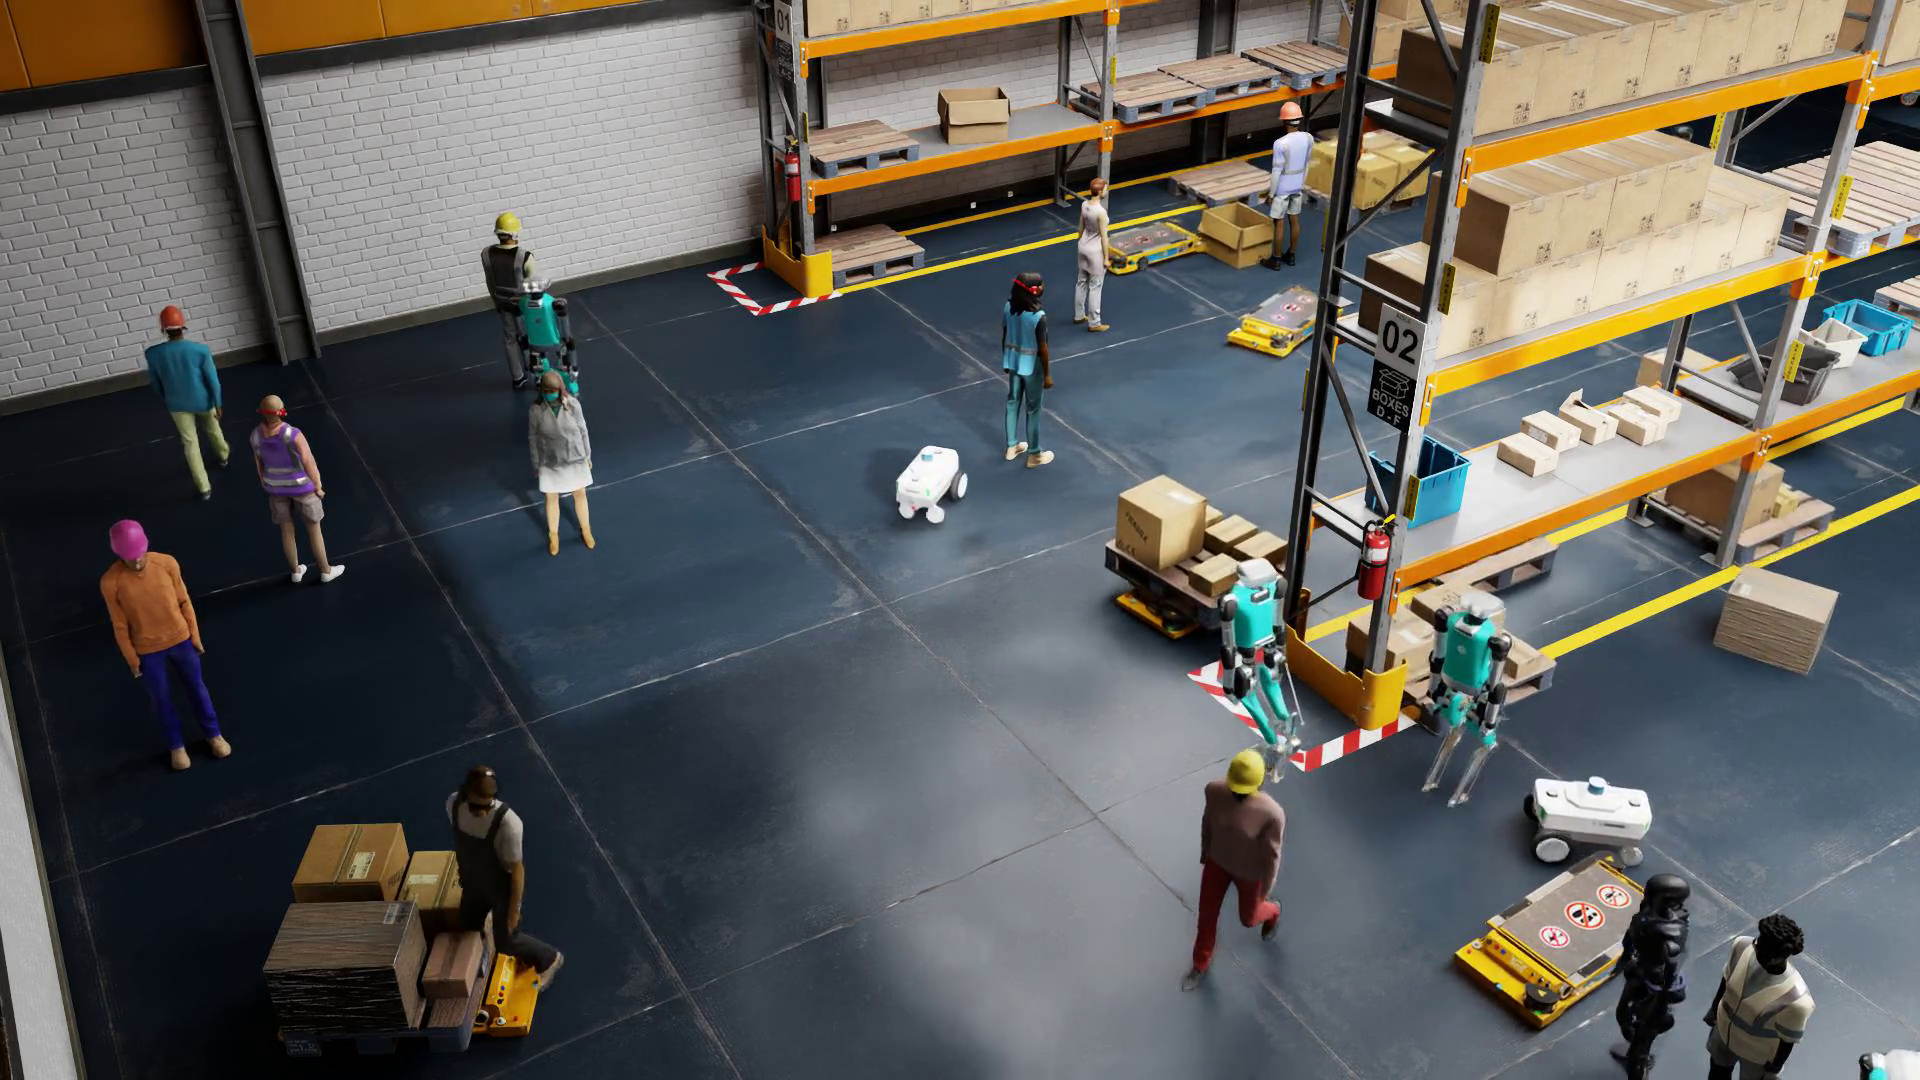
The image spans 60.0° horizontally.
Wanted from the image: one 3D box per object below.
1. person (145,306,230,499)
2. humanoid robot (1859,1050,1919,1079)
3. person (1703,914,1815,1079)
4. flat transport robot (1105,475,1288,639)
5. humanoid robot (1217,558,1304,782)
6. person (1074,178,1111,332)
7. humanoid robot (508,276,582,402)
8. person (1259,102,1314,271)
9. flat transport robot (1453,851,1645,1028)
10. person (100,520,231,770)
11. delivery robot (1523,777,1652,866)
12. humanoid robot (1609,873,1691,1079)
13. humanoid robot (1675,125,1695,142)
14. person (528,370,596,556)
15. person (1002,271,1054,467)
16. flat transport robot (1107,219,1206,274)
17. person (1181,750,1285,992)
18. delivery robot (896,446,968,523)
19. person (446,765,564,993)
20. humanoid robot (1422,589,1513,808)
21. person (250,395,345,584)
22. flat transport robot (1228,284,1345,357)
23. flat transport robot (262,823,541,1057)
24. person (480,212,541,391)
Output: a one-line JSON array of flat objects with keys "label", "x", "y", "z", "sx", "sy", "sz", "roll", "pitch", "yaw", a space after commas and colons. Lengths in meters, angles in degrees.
[{"label": "person", "x": -6.829, "y": -1.276, "z": 14.760, "sx": 0.562, "sy": 1.701, "sz": 0.900, "roll": -10, "pitch": 33, "yaw": -15}, {"label": "humanoid robot", "x": 4.472, "y": 3.050, "z": 7.820, "sx": 0.941, "sy": 1.726, "sz": 0.533, "roll": -1, "pitch": 32, "yaw": -1}, {"label": "person", "x": 4.085, "y": 2.582, "z": 8.629, "sx": 0.320, "sy": 1.692, "sz": 0.534, "roll": -10, "pitch": 34, "yaw": -16}, {"label": "flat transport robot", "x": 2.009, "y": 0.344, "z": 13.536, "sx": 1.431, "sy": 0.231, "sz": 0.659, "roll": -24, "pitch": 39, "yaw": -33}, {"label": "humanoid robot", "x": 2.069, "y": 1.010, "z": 11.132, "sx": 0.568, "sy": 1.798, "sz": 0.700, "roll": -18, "pitch": 36, "yaw": -27}, {"label": "person", "x": 1.409, "y": -3.021, "z": 17.592, "sx": 0.271, "sy": 1.656, "sz": 0.458, "roll": -19, "pitch": 37, "yaw": -28}, {"label": "humanoid robot", "x": -3.740, "y": -1.754, "z": 15.522, "sx": 0.548, "sy": 1.785, "sz": 0.939, "roll": 3, "pitch": 32, "yaw": 4}, {"label": "person", "x": 3.705, "y": -4.022, "z": 18.938, "sx": 0.542, "sy": 1.928, "sz": 0.369, "roll": -19, "pitch": 37, "yaw": -27}, {"label": "flat transport robot", "x": 3.773, "y": 2.423, "z": 10.219, "sx": 1.431, "sy": 0.231, "sz": 0.659, "roll": -21, "pitch": 38, "yaw": -29}, {"label": "person", "x": -5.462, "y": 0.703, "z": 11.367, "sx": 0.512, "sy": 1.974, "sz": 0.406, "roll": -22, "pitch": 38, "yaw": -31}, {"label": "delivery robot", "x": 4.107, "y": 1.822, "z": 10.927, "sx": 0.818, "sy": 0.614, "sz": 0.499, "roll": 6, "pitch": 33, "yaw": 9}, {"label": "humanoid robot", "x": 3.729, "y": 2.400, "z": 8.938, "sx": 0.421, "sy": 1.642, "sz": 0.589, "roll": 1, "pitch": 32, "yaw": 2}, {"label": "humanoid robot", "x": 8.074, "y": -3.933, "z": 19.048, "sx": 0.587, "sy": 1.637, "sz": 0.611, "roll": -2, "pitch": 32, "yaw": -4}, {"label": "person", "x": -3.298, "y": -0.642, "z": 13.793, "sx": 0.487, "sy": 1.660, "sz": 0.341, "roll": -10, "pitch": 33, "yaw": -15}, {"label": "person", "x": 0.594, "y": -1.544, "z": 15.041, "sx": 0.528, "sy": 1.869, "sz": 0.393, "roll": 26, "pitch": 40, "yaw": 35}, {"label": "flat transport robot", "x": 2.203, "y": -3.459, "z": 19.601, "sx": 1.431, "sy": 0.231, "sz": 0.659, "roll": -20, "pitch": 37, "yaw": -29}, {"label": "person", "x": 1.662, "y": 1.862, "z": 9.737, "sx": 0.525, "sy": 1.746, "sz": 0.708, "roll": 22, "pitch": 38, "yaw": 31}, {"label": "delivery robot", "x": -0.280, "y": -0.535, "z": 14.650, "sx": 0.499, "sy": 0.576, "sz": 0.747, "roll": 12, "pitch": 34, "yaw": 19}, {"label": "person", "x": -2.666, "y": 1.961, "z": 9.520, "sx": 0.555, "sy": 1.799, "sz": 0.622, "roll": 17, "pitch": 36, "yaw": 25}, {"label": "humanoid robot", "x": 3.415, "y": 1.035, "z": 11.033, "sx": 0.661, "sy": 1.773, "sz": 0.535, "roll": -26, "pitch": 40, "yaw": -35}, {"label": "person", "x": -5.366, "y": -0.392, "z": 13.368, "sx": 0.480, "sy": 1.694, "sz": 0.351, "roll": 2, "pitch": 32, "yaw": 3}, {"label": "flat transport robot", "x": 3.522, "y": -2.366, "z": 17.857, "sx": 0.659, "sy": 0.231, "sz": 1.431, "roll": 22, "pitch": 38, "yaw": 31}, {"label": "flat transport robot", "x": -3.229, "y": 2.651, "z": 9.855, "sx": 1.431, "sy": 0.231, "sz": 0.659, "roll": -1, "pitch": 32, "yaw": -2}, {"label": "person", "x": -4.329, "y": -2.335, "z": 16.339, "sx": 0.586, "sy": 1.829, "sz": 0.404, "roll": 9, "pitch": 33, "yaw": 14}]
